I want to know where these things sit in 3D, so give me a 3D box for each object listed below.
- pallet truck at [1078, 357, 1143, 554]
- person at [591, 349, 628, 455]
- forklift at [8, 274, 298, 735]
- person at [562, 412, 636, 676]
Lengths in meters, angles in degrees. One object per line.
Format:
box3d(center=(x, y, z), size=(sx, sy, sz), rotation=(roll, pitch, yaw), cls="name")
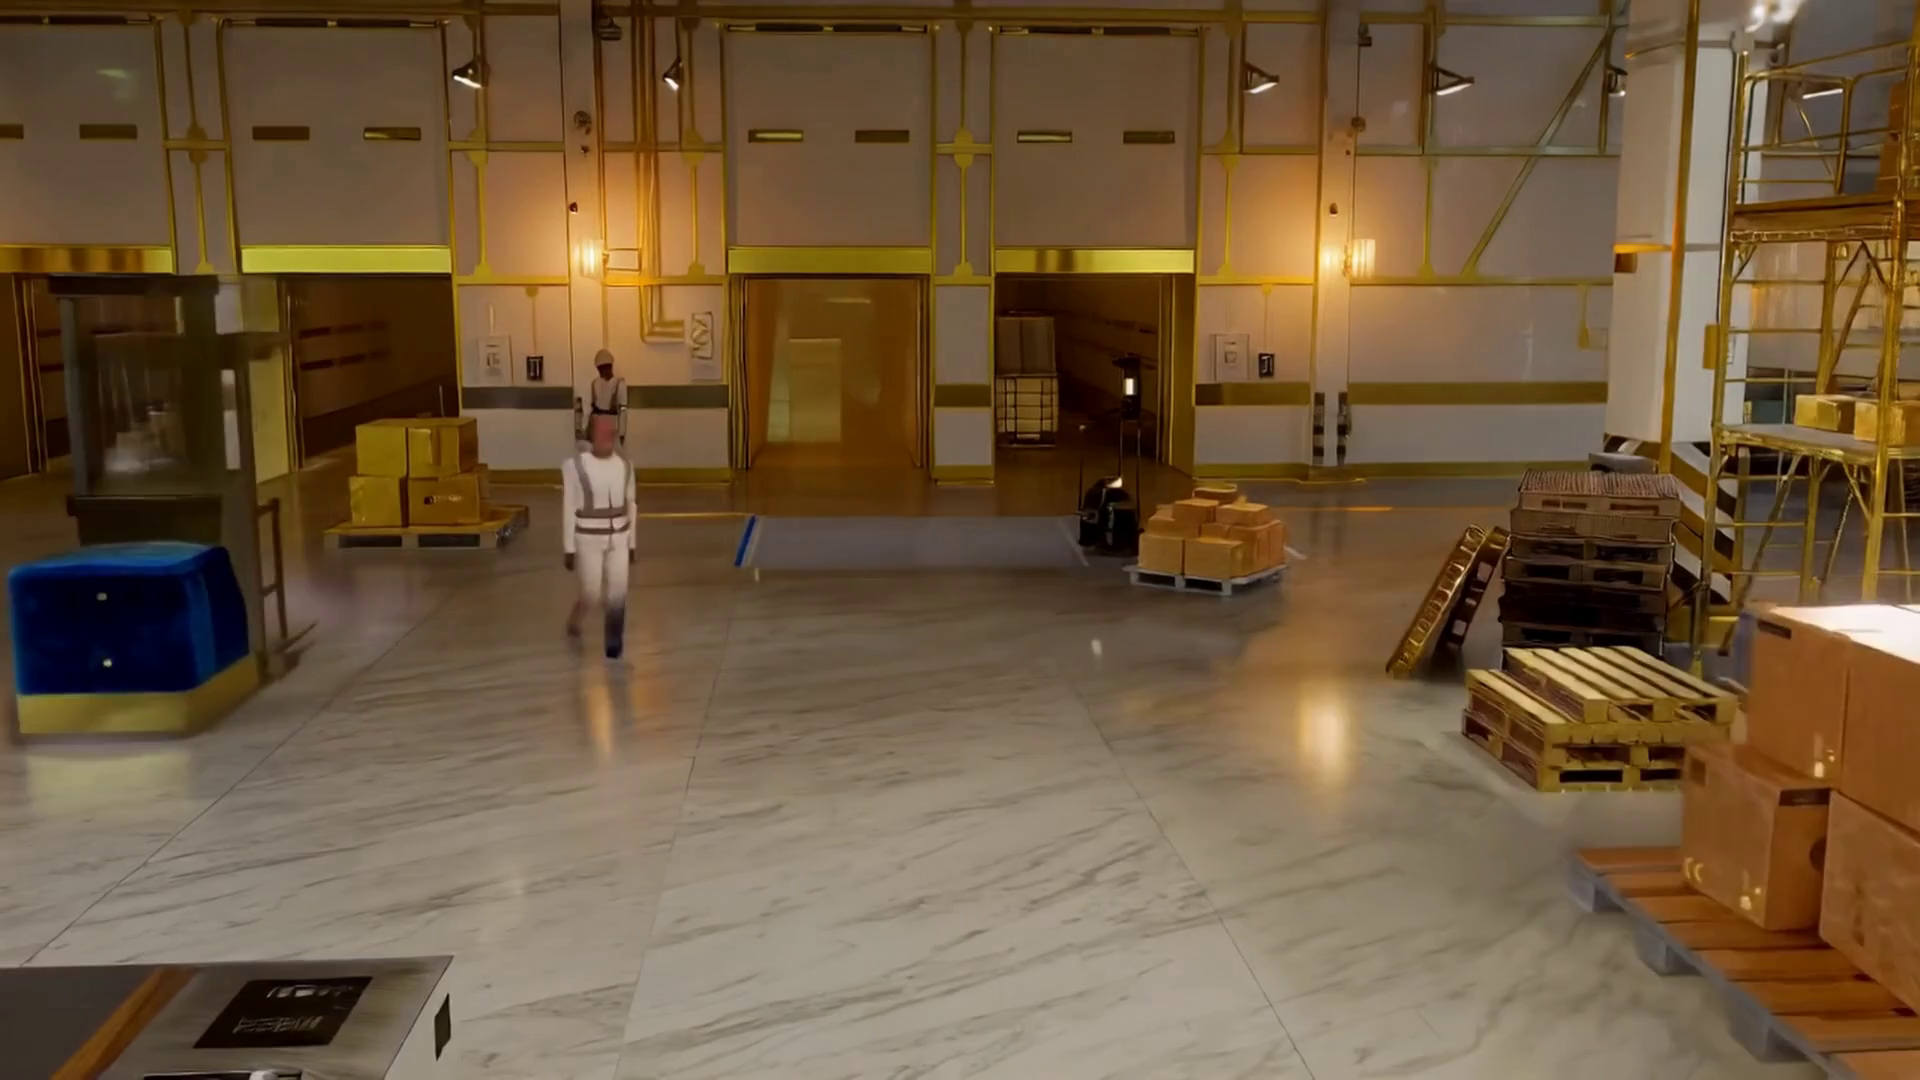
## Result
box3d(center=(2.088, -0.836, 16.757), size=(1.885, 1.965, 0.823), rotation=(2, 9, 13), cls="pallet truck")
box3d(center=(-4.289, -1.355, 20.257), size=(0.544, 1.928, 0.393), rotation=(5, 11, 31), cls="person")
box3d(center=(-5.210, -0.310, 10.694), size=(1.129, 2.768, 1.873), rotation=(-1, 9, -4), cls="forklift")
box3d(center=(-2.569, 0.015, 11.814), size=(0.580, 1.864, 0.641), rotation=(-8, 12, -40), cls="person")
